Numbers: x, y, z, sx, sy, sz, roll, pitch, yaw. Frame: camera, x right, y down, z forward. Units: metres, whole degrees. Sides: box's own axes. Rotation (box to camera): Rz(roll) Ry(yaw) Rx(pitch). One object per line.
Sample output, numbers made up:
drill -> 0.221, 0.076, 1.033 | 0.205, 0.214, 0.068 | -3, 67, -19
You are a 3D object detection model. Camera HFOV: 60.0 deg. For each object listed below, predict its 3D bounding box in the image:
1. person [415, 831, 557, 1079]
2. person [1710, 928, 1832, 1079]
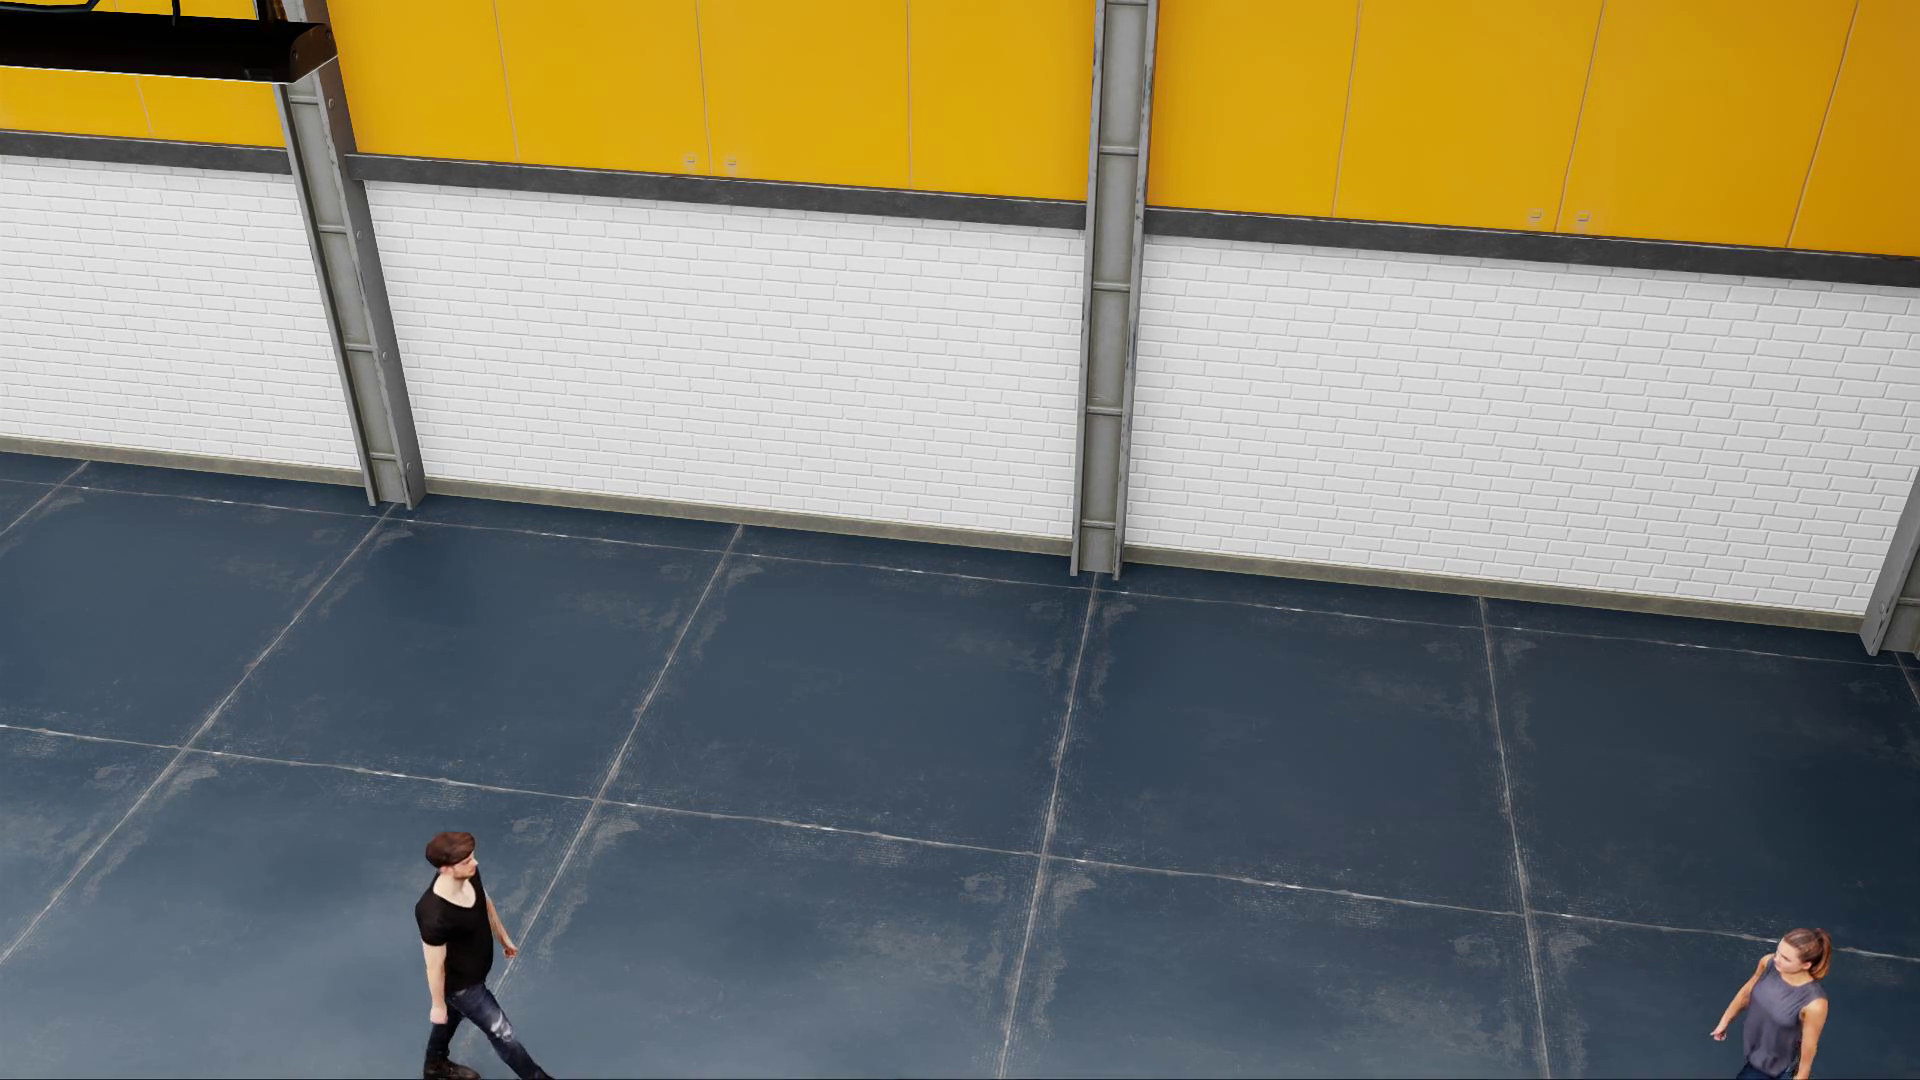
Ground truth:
person -> -2.660, 2.247, 8.656 | 1.224, 1.841, 0.770 | 3, 34, 4
person -> 4.126, 2.564, 8.325 | 1.194, 1.679, 0.853 | -6, 34, -9
